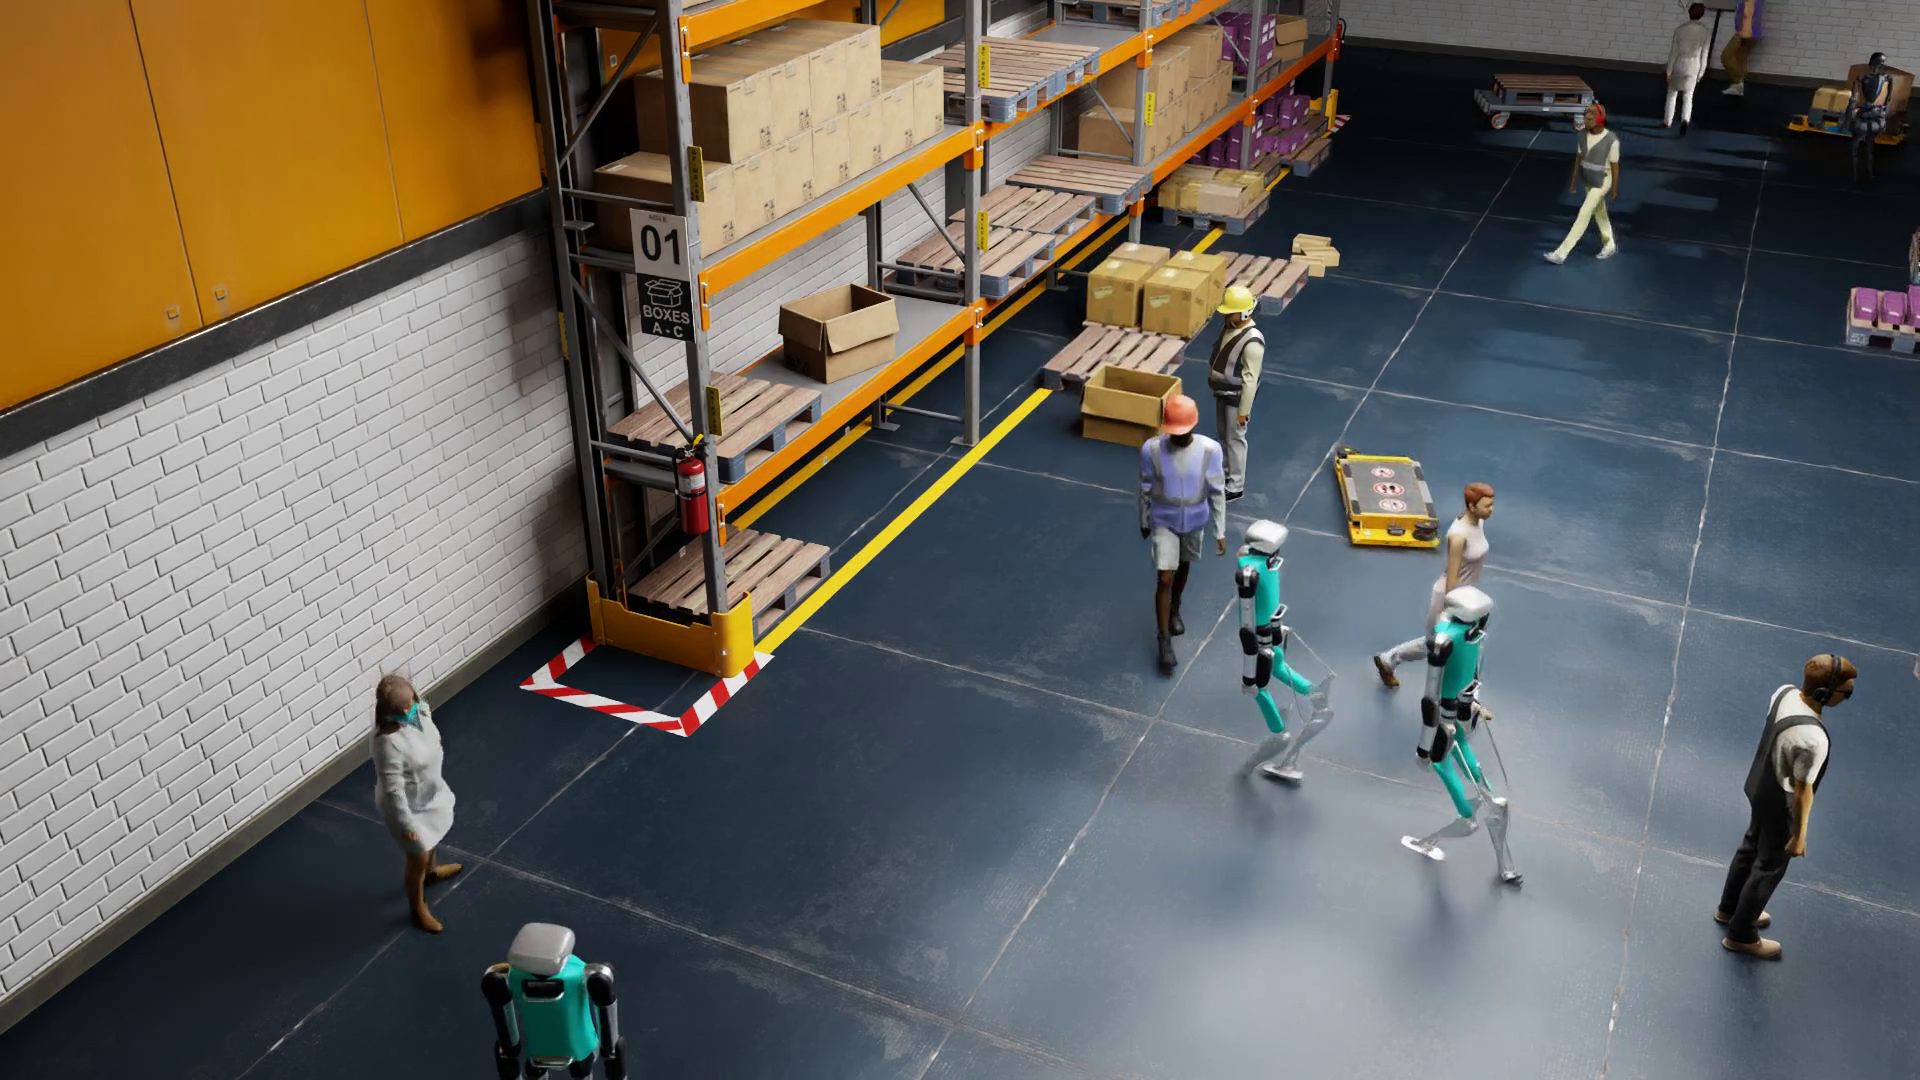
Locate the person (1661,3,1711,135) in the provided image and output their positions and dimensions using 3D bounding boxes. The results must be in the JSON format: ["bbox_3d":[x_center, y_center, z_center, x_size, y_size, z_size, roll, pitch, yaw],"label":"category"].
[{"bbox_3d":[10.208,-6.615,23.391,0.520,1.798,0.842,8,29,15],"label":"person"}]

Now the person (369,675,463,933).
[{"bbox_3d":[-2.880,1.343,8.791,0.412,1.632,0.612,4,29,8],"label":"person"}]

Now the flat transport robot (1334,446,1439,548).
[{"bbox_3d":[3.418,-0.351,13.379,0.659,0.231,1.431,3,28,5],"label":"flat transport robot"}]

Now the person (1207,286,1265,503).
[{"bbox_3d":[2.178,-1.165,13.259,0.403,1.821,0.597,-6,29,-11],"label":"person"}]

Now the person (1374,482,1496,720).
[{"bbox_3d":[3.117,0.351,10.639,0.760,1.627,0.442,24,36,37],"label":"person"}]

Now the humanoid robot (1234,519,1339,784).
[{"bbox_3d":[1.955,0.763,9.812,0.746,1.821,0.540,13,31,22],"label":"humanoid robot"}]

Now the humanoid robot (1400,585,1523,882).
[{"bbox_3d":[2.871,1.177,9.110,0.762,1.876,0.531,22,36,35],"label":"humanoid robot"}]

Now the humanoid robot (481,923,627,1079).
[{"bbox_3d":[-1.624,2.430,6.688,0.547,1.797,0.707,1,28,2],"label":"humanoid robot"}]

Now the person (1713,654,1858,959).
[{"bbox_3d":[4.233,1.365,8.553,0.369,1.833,0.527,2,28,4],"label":"person"}]

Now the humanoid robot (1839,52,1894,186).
[{"bbox_3d":[11.585,-5.376,21.226,0.587,1.640,0.372,-2,28,-4],"label":"humanoid robot"}]

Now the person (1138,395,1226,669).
[{"bbox_3d":[1.488,-0.074,11.162,0.566,1.889,0.945,-1,28,-2],"label":"person"}]

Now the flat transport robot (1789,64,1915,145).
[{"bbox_3d":[12.615,-5.855,23.585,1.431,0.231,0.659,22,35,35],"label":"flat transport robot"}]

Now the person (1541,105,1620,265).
[{"bbox_3d":[7.027,-3.944,18.453,1.042,1.768,0.571,-9,29,-15],"label":"person"}]

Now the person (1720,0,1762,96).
[{"bbox_3d":[11.926,-7.723,25.323,0.494,1.906,0.567,14,31,24],"label":"person"}]
